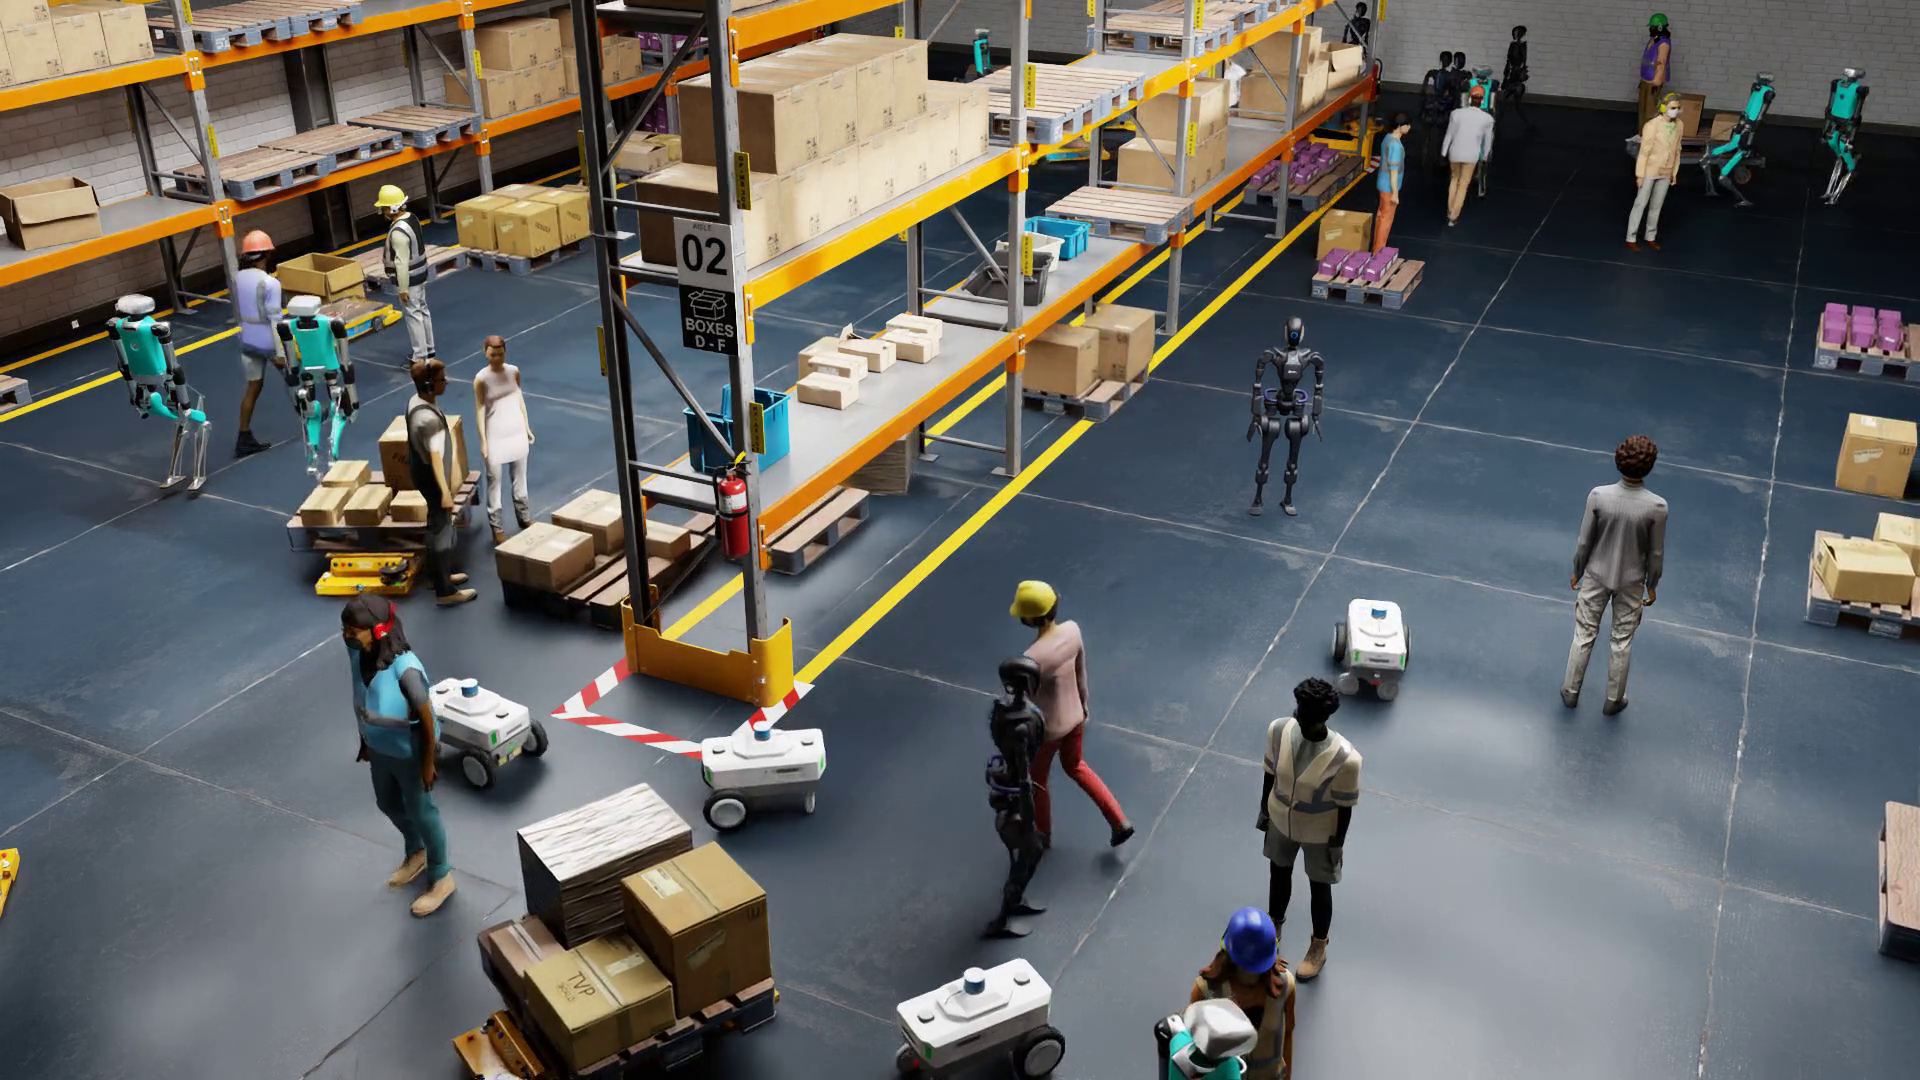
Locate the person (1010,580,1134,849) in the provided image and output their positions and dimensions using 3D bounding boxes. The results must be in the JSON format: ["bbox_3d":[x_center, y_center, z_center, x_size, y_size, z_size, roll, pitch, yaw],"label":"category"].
[{"bbox_3d":[0.583,1.020,9.070,0.659,1.735,0.542,18,31,31],"label":"person"}]

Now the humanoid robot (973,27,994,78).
[{"bbox_3d":[0.547,-6.681,24.537,0.733,1.727,0.530,-5,27,-10],"label":"humanoid robot"}]

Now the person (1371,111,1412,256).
[{"bbox_3d":[5.049,-4.134,19.452,0.341,1.758,0.507,2,26,3],"label":"person"}]

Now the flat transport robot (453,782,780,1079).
[{"bbox_3d":[-1.665,2.311,8.110,1.431,0.231,0.659,-18,32,-32],"label":"flat transport robot"}]

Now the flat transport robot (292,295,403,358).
[{"bbox_3d":[-6.510,-2.211,17.244,0.659,0.231,1.431,10,28,19],"label":"flat transport robot"}]

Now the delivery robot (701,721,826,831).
[{"bbox_3d":[-1.173,1.342,9.749,0.770,0.599,0.513,-4,27,-9],"label":"delivery robot"}]

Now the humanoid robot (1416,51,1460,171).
[{"bbox_3d":[6.699,-6.015,23.351,0.610,1.646,0.327,19,32,34],"label":"humanoid robot"}]

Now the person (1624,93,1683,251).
[{"bbox_3d":[8.309,-4.402,19.872,0.559,1.869,0.390,-8,27,-15],"label":"person"}]

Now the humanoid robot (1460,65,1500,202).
[{"bbox_3d":[6.889,-5.270,21.839,0.536,1.775,1.044,-5,27,-9],"label":"humanoid robot"}]

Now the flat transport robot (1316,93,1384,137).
[{"bbox_3d":[5.820,-6.531,25.971,1.431,0.231,0.659,21,33,36],"label":"flat transport robot"}]

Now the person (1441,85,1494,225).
[{"bbox_3d":[6.386,-4.857,20.959,0.575,1.704,0.678,14,30,27],"label":"person"}]

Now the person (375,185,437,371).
[{"bbox_3d":[-5.381,-2.552,16.185,0.403,1.825,0.589,-2,26,-4],"label":"person"}]

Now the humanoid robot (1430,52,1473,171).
[{"bbox_3d":[6.894,-6.014,23.354,0.609,1.653,0.347,-9,28,-17],"label":"humanoid robot"}]

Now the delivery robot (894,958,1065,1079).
[{"bbox_3d":[0.075,2.267,7.842,0.745,0.565,0.499,-14,30,-26],"label":"delivery robot"}]

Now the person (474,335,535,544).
[{"bbox_3d":[-3.496,-0.785,12.796,0.285,1.656,0.442,24,35,39],"label":"person"}]

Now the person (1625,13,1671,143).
[{"bbox_3d":[10.299,-6.845,24.749,0.432,1.918,0.555,0,26,-1],"label":"person"}]

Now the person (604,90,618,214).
[{"bbox_3d":[-4.573,-5.085,21.272,0.388,1.847,0.563,-3,26,-5],"label":"person"}]

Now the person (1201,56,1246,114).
[{"bbox_3d":[3.578,-5.848,22.781,0.643,1.880,0.762,10,28,20],"label":"person"}]

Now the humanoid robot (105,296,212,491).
[{"bbox_3d":[-6.377,-1.236,13.470,0.533,1.677,0.735,5,27,9],"label":"humanoid robot"}]

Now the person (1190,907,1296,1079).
[{"bbox_3d":[1.106,2.192,6.648,0.480,1.776,0.323,-4,27,-8],"label":"person"}]

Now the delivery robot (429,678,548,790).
[{"bbox_3d":[-2.952,1.137,10.169,0.801,0.602,0.499,16,30,28],"label":"delivery robot"}]

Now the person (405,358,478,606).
[{"bbox_3d":[-3.727,-0.418,11.862,0.347,1.835,0.501,-12,29,-23],"label":"person"}]

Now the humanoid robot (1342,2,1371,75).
[{"bbox_3d":[6.489,-8.027,27.419,0.609,1.637,0.384,-15,30,-27],"label":"humanoid robot"}]

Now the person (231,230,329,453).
[{"bbox_3d":[-6.028,-1.721,14.442,0.585,1.874,1.015,11,28,21],"label":"person"}]

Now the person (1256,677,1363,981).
[{"bbox_3d":[1.717,1.421,8.301,0.532,1.693,0.320,22,34,37],"label":"person"}]

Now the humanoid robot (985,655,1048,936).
[{"bbox_3d":[0.318,1.320,8.514,0.366,1.646,0.585,-2,26,-4],"label":"humanoid robot"}]

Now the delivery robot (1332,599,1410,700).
[{"bbox_3d":[2.747,0.692,11.074,0.523,0.609,0.780,4,27,8],"label":"delivery robot"}]

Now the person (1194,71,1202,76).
[{"bbox_3d":[3.735,-7.226,25.675,0.528,1.781,0.956,9,28,18],"label":"person"}]

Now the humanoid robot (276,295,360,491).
[{"bbox_3d":[-5.062,-0.983,13.136,0.543,1.825,0.685,-1,26,-2],"label":"humanoid robot"}]

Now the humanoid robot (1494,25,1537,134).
[{"bbox_3d":[8.551,-7.035,25.454,0.729,1.647,0.609,-4,27,-9],"label":"humanoid robot"}]

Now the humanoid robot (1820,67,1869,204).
[{"bbox_3d":[11.676,-5.305,21.840,0.676,1.789,0.559,-11,28,-21],"label":"humanoid robot"}]

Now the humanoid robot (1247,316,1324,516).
[{"bbox_3d":[2.578,-0.975,13.143,0.599,1.657,0.315,1,26,2],"label":"humanoid robot"}]

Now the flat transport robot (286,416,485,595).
[{"bbox_3d":[-4.374,0.014,12.750,0.659,0.231,1.431,0,26,0],"label":"flat transport robot"}]

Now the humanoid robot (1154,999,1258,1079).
[{"bbox_3d":[1.060,2.425,6.268,0.701,1.830,0.546,-13,29,-25],"label":"humanoid robot"}]

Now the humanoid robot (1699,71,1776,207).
[{"bbox_3d":[10.021,-5.180,21.602,0.887,1.778,0.555,1,26,3],"label":"humanoid robot"}]

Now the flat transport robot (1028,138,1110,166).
[{"bbox_3d":[1.401,-5.647,24.185,1.431,0.231,0.659,-7,27,-14],"label":"flat transport robot"}]

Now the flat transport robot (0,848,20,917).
[{"bbox_3d":[-5.370,2.065,8.607,0.659,0.231,1.431,-8,27,-16],"label":"flat transport robot"}]

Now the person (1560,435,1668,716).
[{"bbox_3d":[4.121,0.236,10.464,0.532,1.901,0.395,12,29,23],"label":"person"}]

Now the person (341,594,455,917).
[{"bbox_3d":[-2.941,1.104,8.755,0.563,1.862,0.394,15,30,27],"label":"person"}]

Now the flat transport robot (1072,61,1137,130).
[{"bbox_3d":[2.079,-6.587,26.084,1.431,0.231,0.659,0,26,-1],"label":"flat transport robot"}]
